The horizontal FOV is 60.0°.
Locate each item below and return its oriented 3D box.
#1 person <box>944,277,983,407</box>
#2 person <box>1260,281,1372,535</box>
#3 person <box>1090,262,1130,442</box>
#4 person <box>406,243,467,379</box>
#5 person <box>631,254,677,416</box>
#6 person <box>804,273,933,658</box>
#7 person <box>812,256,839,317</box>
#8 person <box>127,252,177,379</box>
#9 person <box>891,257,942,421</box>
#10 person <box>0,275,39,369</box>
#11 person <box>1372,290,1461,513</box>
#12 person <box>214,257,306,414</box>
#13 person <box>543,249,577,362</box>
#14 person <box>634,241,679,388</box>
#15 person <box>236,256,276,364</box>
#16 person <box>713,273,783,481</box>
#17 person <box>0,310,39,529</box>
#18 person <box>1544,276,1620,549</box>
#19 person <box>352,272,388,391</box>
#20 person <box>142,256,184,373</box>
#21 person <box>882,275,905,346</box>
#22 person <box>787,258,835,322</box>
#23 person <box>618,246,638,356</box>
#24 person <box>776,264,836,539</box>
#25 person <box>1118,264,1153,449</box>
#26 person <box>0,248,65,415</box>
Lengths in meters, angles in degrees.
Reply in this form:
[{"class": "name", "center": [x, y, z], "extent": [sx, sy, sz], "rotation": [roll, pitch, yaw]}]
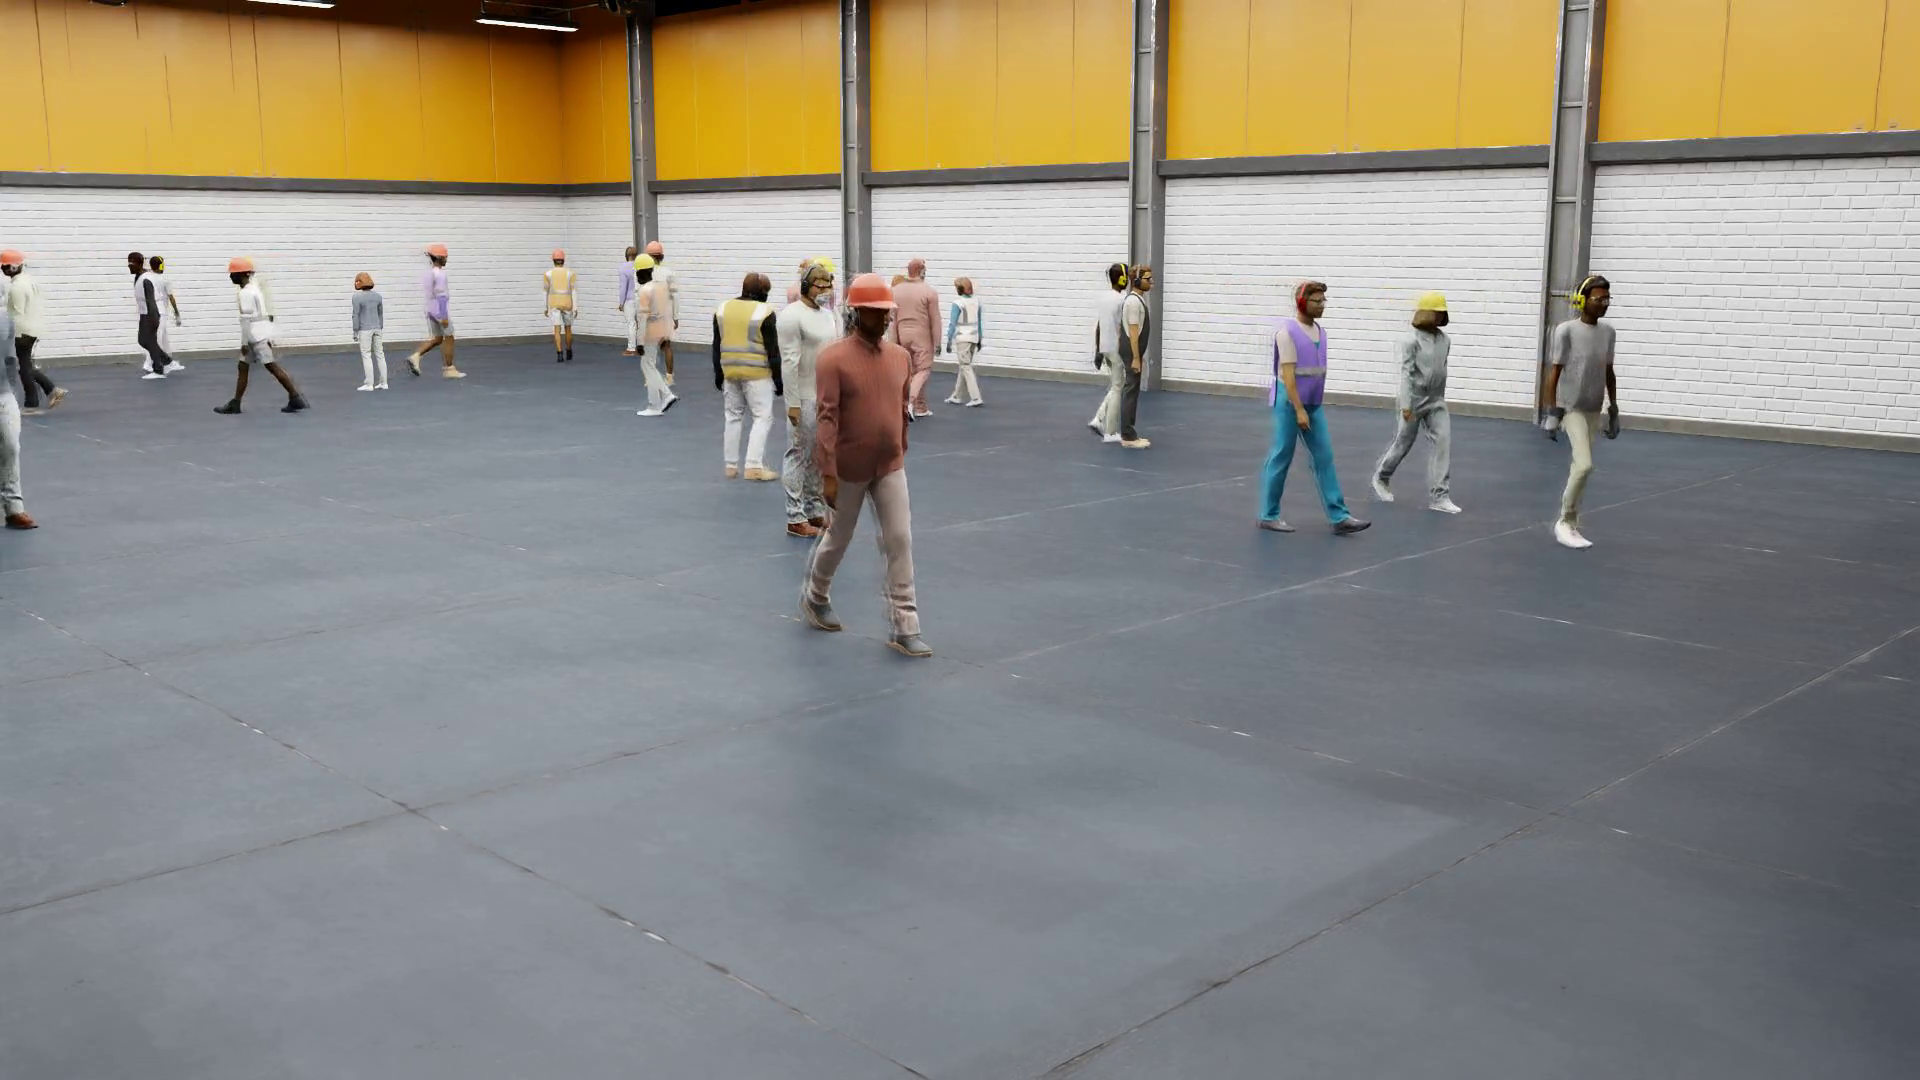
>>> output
[{"class": "person", "center": [0.042, -2.472, 20.798], "extent": [0.708, 1.608, 0.537], "rotation": [8, 13, 38]}, {"class": "person", "center": [2.506, -0.919, 11.807], "extent": [0.577, 1.807, 0.830], "rotation": [-9, 14, -42]}, {"class": "person", "center": [1.627, -1.921, 17.127], "extent": [0.389, 1.848, 0.529], "rotation": [-5, 12, -26]}, {"class": "person", "center": [-7.793, -3.380, 24.643], "extent": [0.781, 2.021, 0.617], "rotation": [-8, 13, -37]}, {"class": "person", "center": [-3.661, -2.402, 19.581], "extent": [0.406, 1.912, 0.624], "rotation": [2, 11, 11]}, {"class": "person", "center": [-0.522, -0.411, 8.668], "extent": [0.621, 1.958, 1.022], "rotation": [-7, 13, -34]}, {"class": "person", "center": [-1.442, -2.043, 17.631], "extent": [0.419, 1.911, 0.614], "rotation": [1, 10, 6]}, {"class": "person", "center": [-12.053, -3.340, 24.774], "extent": [0.540, 1.889, 0.623], "rotation": [-8, 13, -36]}, {"class": "person", "center": [-0.512, -2.322, 19.254], "extent": [0.662, 1.881, 0.852], "rotation": [7, 12, 33]}, {"class": "person", "center": [-13.363, -3.078, 23.183], "extent": [0.663, 1.946, 0.620], "rotation": [-6, 12, -31]}, {"class": "person", "center": [3.600, -1.101, 13.025], "extent": [0.487, 1.708, 0.850], "rotation": [-5, 12, -26]}, {"class": "person", "center": [-8.401, -2.439, 19.906], "extent": [1.040, 1.881, 0.550], "rotation": [-3, 11, -15]}, {"class": "person", "center": [-6.789, -3.975, 28.250], "extent": [0.565, 1.879, 0.991], "rotation": [-2, 11, -13]}, {"class": "person", "center": [-4.243, -3.148, 23.295], "extent": [0.607, 2.048, 0.368], "rotation": [-3, 11, -15]}, {"class": "person", "center": [-11.736, -3.837, 27.760], "extent": [0.608, 1.796, 0.822], "rotation": [4, 11, 21]}, {"class": "person", "center": [-1.862, -1.417, 14.538], "extent": [0.685, 1.820, 0.444], "rotation": [5, 12, 28]}, {"class": "person", "center": [-7.137, -1.018, 12.043], "extent": [0.726, 1.916, 0.651], "rotation": [4, 11, 22]}, {"class": "person", "center": [4.274, -0.854, 11.291], "extent": [0.552, 1.857, 0.494], "rotation": [-5, 11, -25]}, {"class": "person", "center": [-8.162, -2.873, 22.953], "extent": [0.289, 1.626, 0.498], "rotation": [6, 12, 29]}, {"class": "person", "center": [-12.513, -3.516, 25.954], "extent": [0.538, 1.818, 0.989], "rotation": [3, 11, 14]}, {"class": "person", "center": [-0.790, -2.740, 22.295], "extent": [0.507, 1.600, 0.811], "rotation": [1, 10, 3]}, {"class": "person", "center": [-1.830, -2.527, 20.448], "extent": [0.662, 1.861, 1.004], "rotation": [-5, 12, -26]}, {"class": "person", "center": [-5.805, -4.237, 29.528], "extent": [0.372, 1.940, 0.631], "rotation": [8, 13, 37]}, {"class": "person", "center": [-1.059, -0.988, 11.829], "extent": [0.373, 1.933, 0.627], "rotation": [5, 11, 25]}, {"class": "person", "center": [1.767, -1.843, 16.733], "extent": [0.348, 1.843, 0.506], "rotation": [1, 10, 5]}, {"class": "person", "center": [-11.090, -2.464, 19.749], "extent": [0.507, 1.974, 0.638], "rotation": [-4, 11, -19]}]
